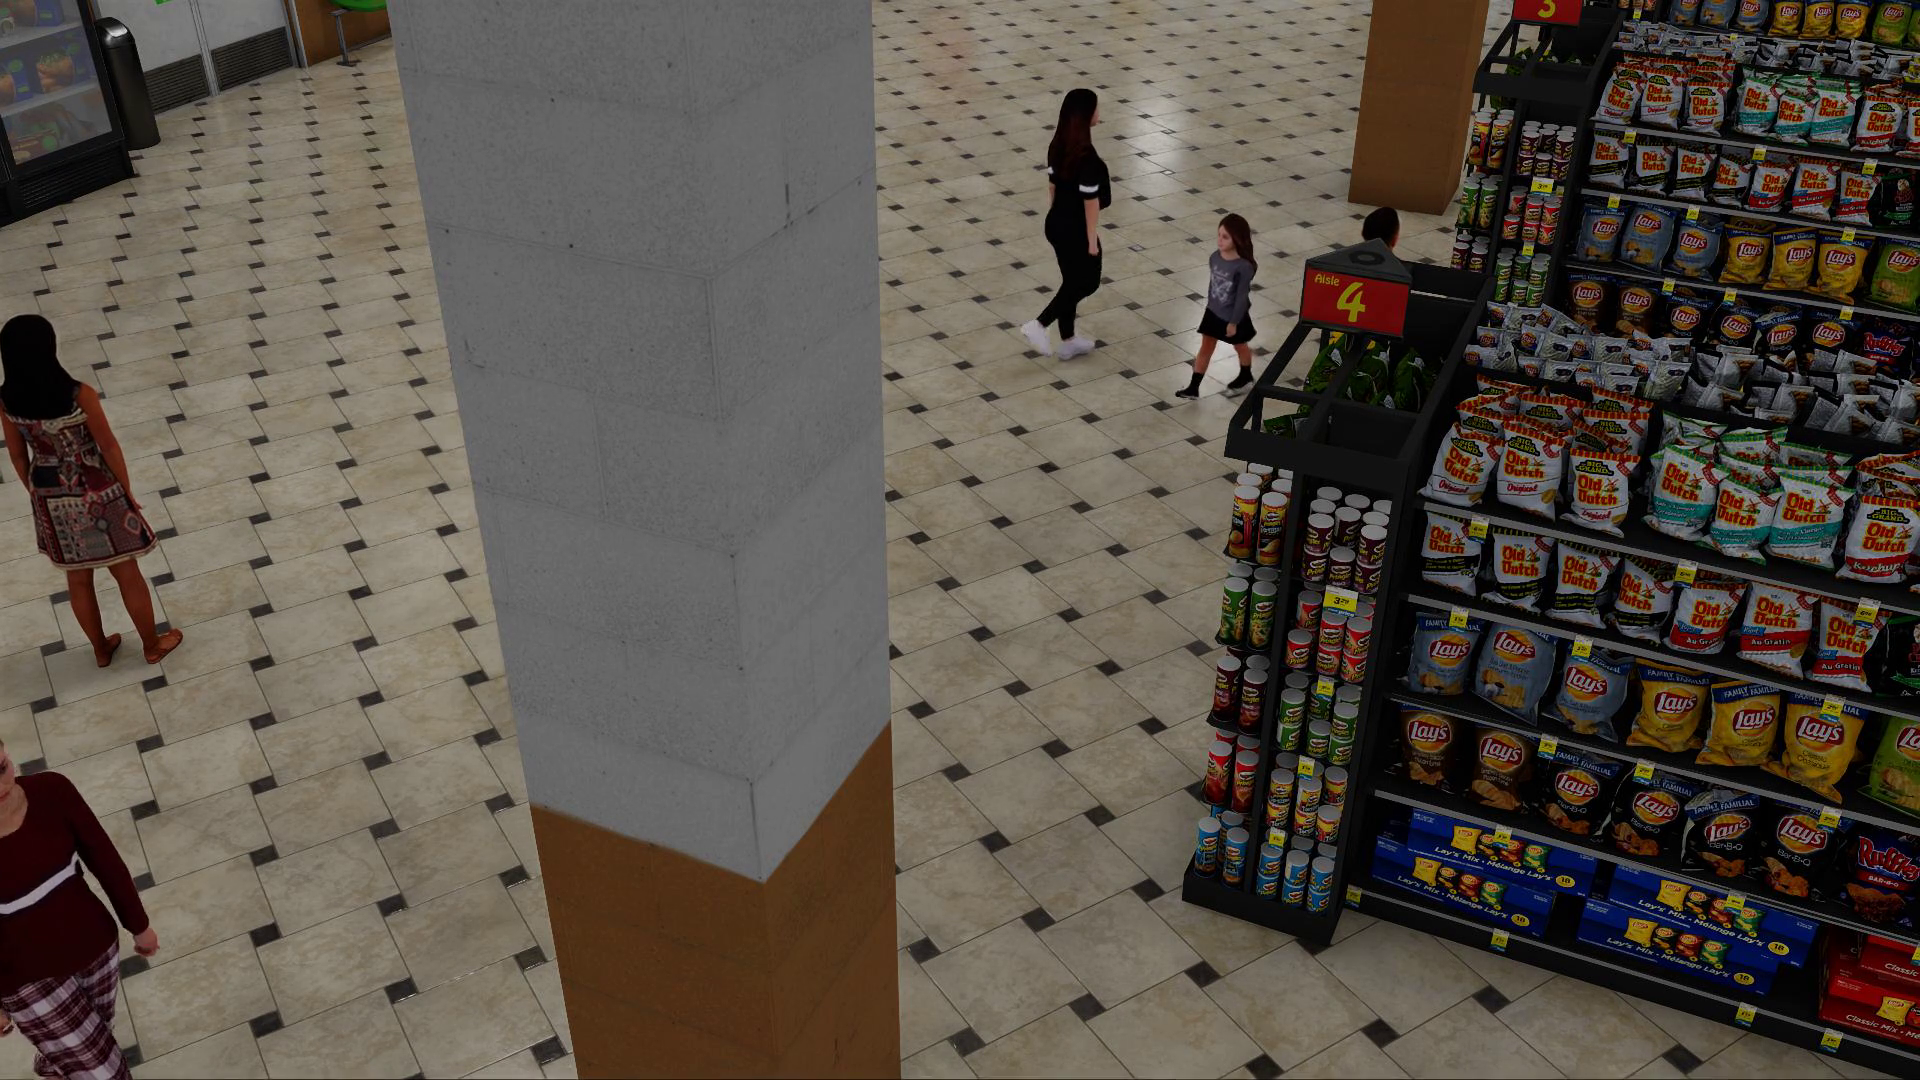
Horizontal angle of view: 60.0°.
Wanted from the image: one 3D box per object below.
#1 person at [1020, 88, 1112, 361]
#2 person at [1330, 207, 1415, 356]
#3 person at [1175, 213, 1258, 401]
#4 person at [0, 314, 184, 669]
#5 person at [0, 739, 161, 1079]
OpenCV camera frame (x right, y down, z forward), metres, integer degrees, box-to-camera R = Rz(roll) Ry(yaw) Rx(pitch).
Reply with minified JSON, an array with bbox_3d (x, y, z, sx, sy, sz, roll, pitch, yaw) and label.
[{"bbox_3d":[0.592,-1.770,9.601,0.886,1.626,0.845,-16,35,-24],"label":"person"},{"bbox_3d":[2.075,-0.991,8.510,0.473,1.455,0.653,17,36,25],"label":"person"},{"bbox_3d":[1.554,-1.305,9.371,0.716,1.078,0.782,-25,40,-34],"label":"person"},{"bbox_3d":[-3.731,-0.188,7.040,0.646,1.645,0.788,-1,32,-2],"label":"person"},{"bbox_3d":[-2.658,1.185,4.818,1.034,1.661,0.692,17,36,25],"label":"person"}]
